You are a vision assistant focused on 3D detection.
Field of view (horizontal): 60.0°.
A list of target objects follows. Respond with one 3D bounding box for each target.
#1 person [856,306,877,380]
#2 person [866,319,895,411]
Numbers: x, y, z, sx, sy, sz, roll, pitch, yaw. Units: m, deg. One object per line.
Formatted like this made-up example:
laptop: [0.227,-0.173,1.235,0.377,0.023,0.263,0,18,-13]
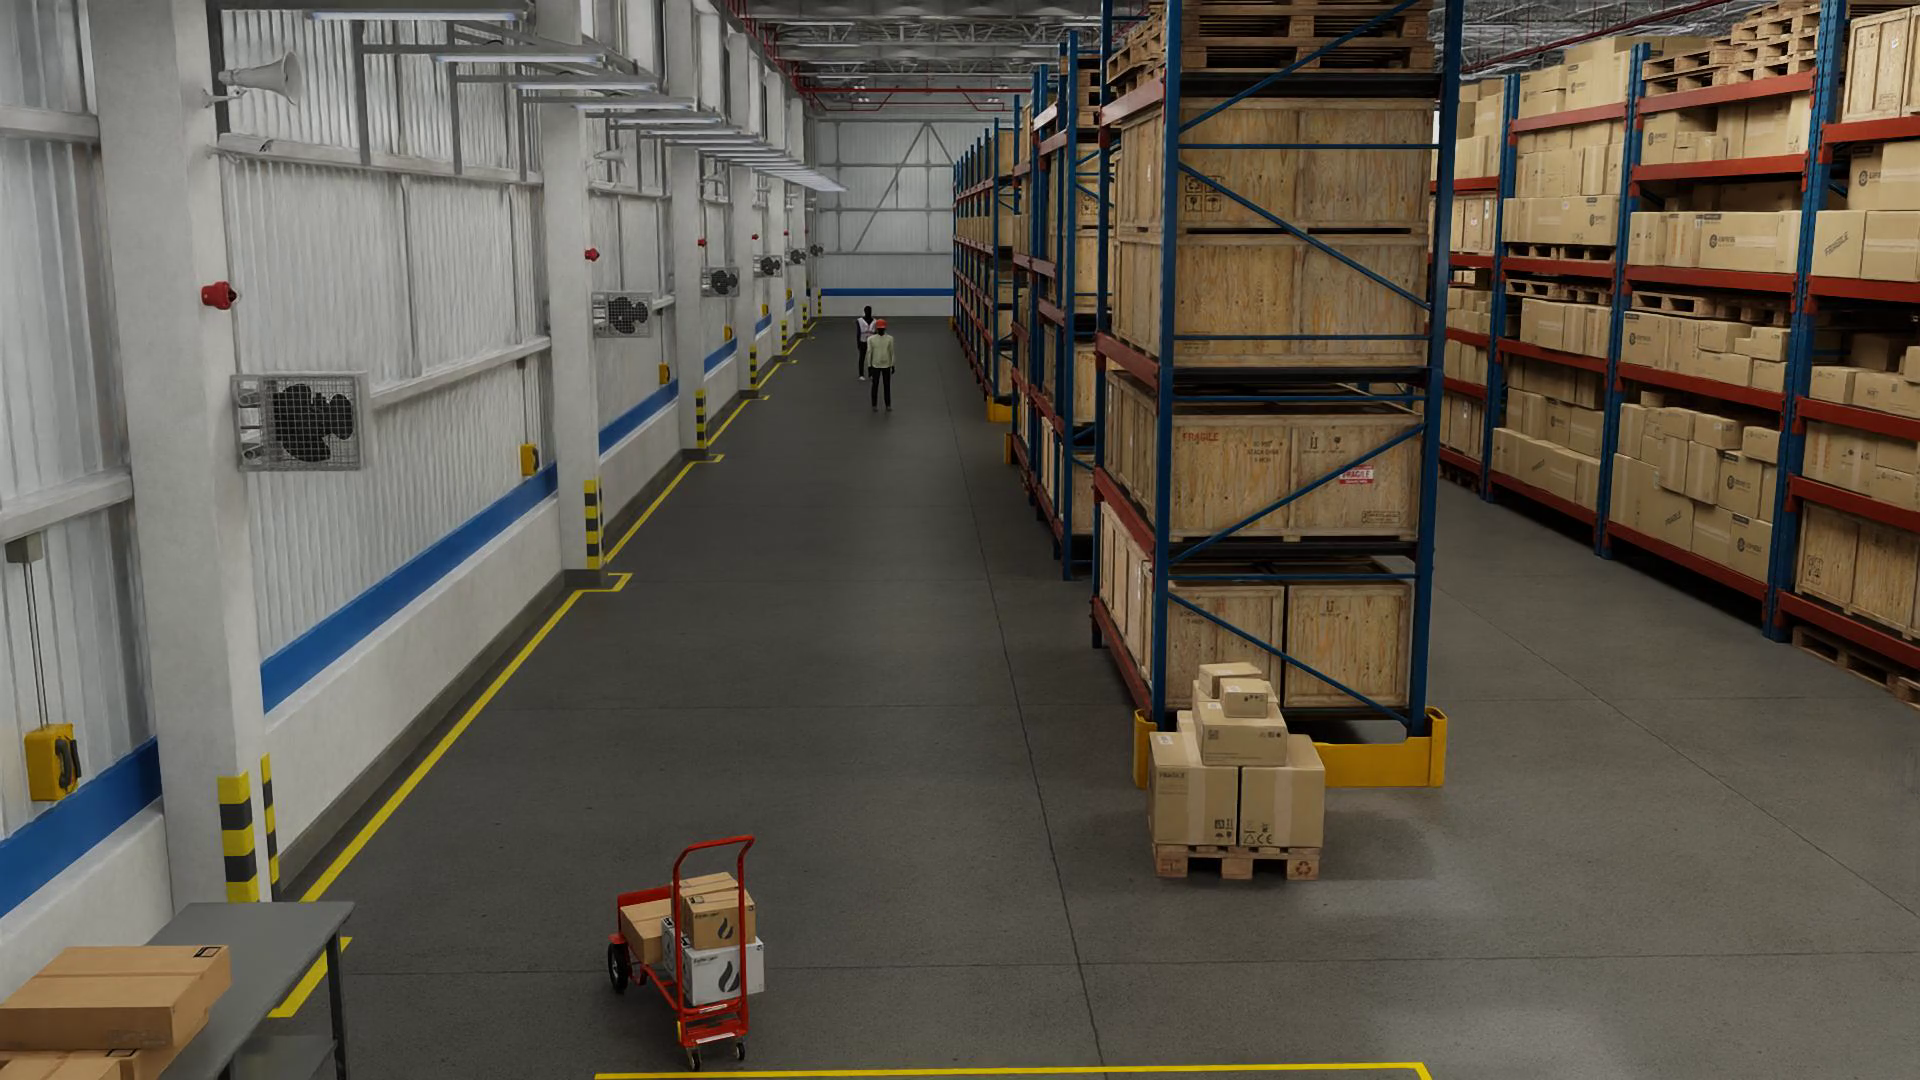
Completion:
person: [-2.381,-5.055,42.694,0.593,1.910,0.389,-6,12,-28]
person: [-1.697,-3.750,35.702,0.619,1.986,0.410,-3,11,-15]
